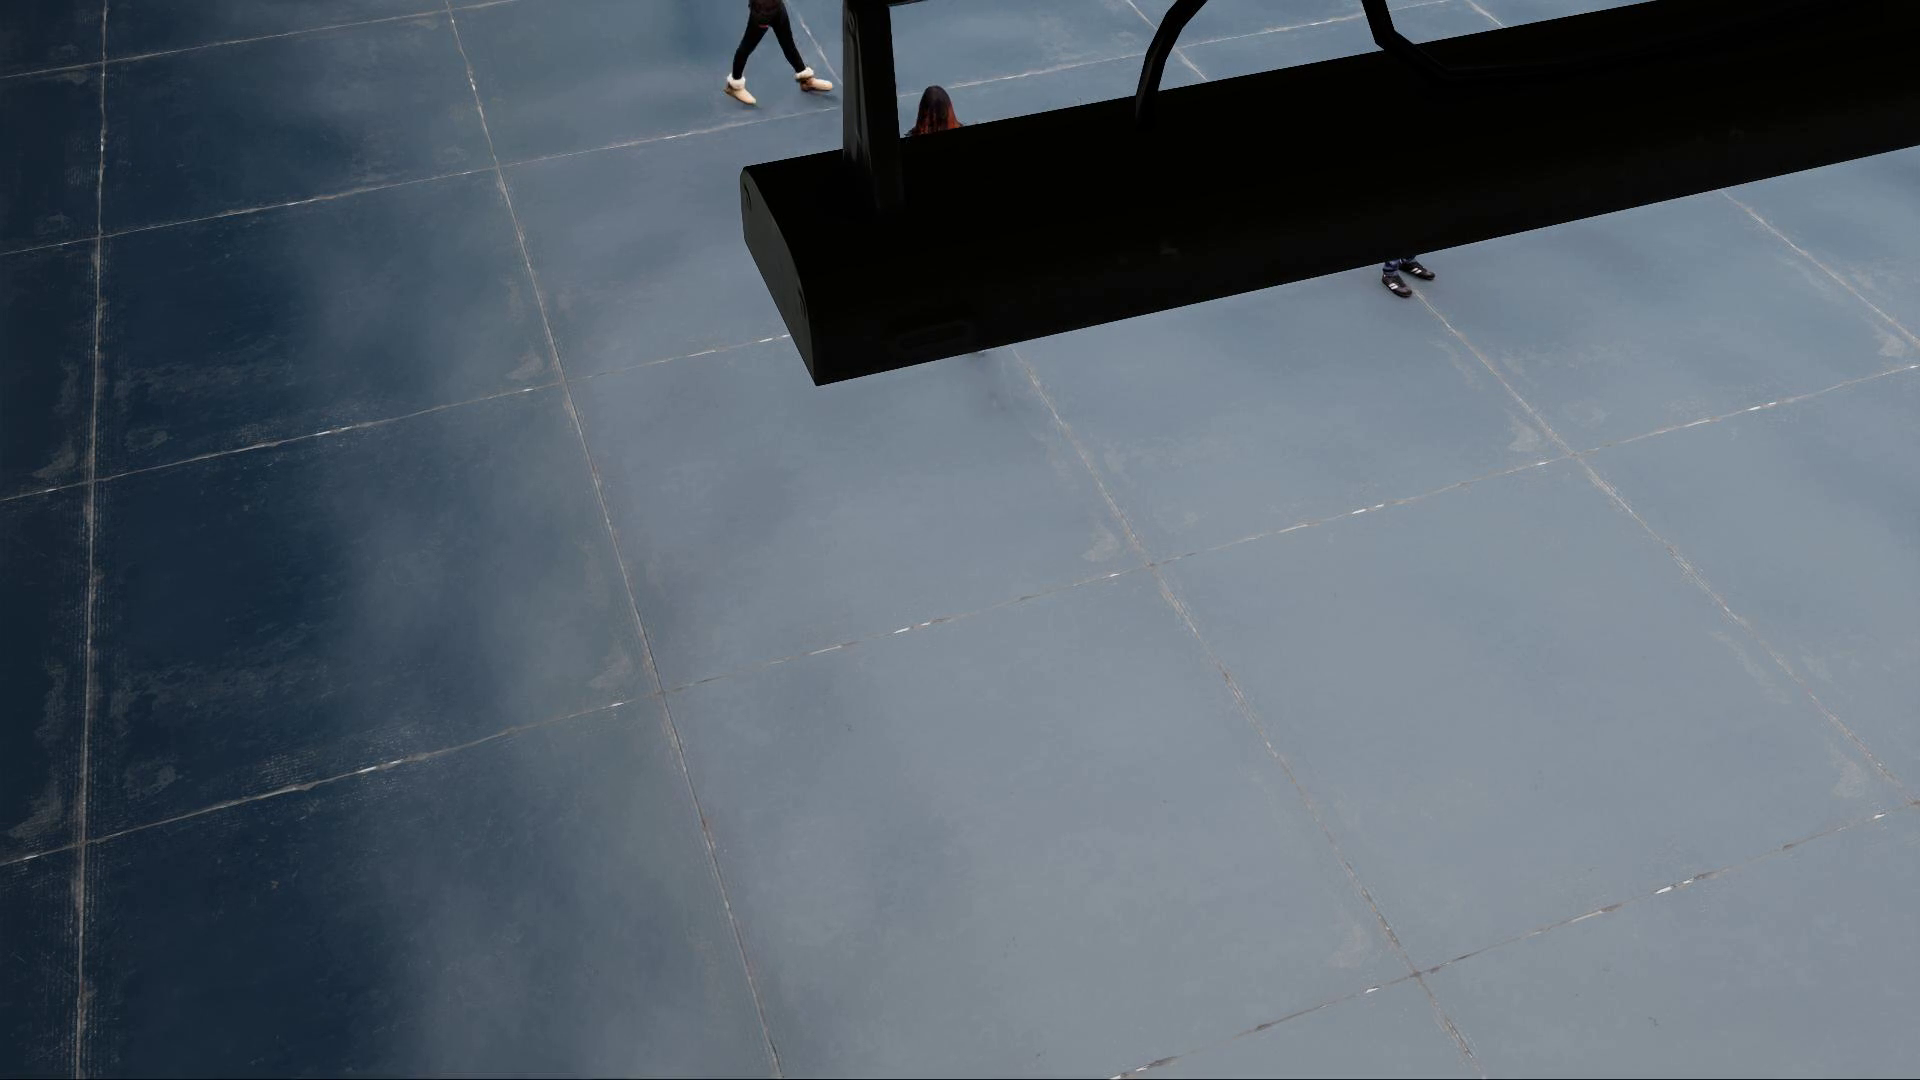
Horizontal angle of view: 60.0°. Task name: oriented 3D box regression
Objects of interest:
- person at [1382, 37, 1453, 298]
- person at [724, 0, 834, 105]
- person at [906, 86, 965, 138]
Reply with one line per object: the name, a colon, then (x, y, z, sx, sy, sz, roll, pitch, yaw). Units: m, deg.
person: (3.249, -2.609, 11.578, 0.704, 1.866, 0.689, -34, 53, -31)
person: (-1.466, -4.330, 13.580, 1.047, 1.650, 1.102, -24, 48, -23)
person: (-0.125, -2.325, 11.452, 0.652, 1.623, 0.647, -13, 45, -13)
